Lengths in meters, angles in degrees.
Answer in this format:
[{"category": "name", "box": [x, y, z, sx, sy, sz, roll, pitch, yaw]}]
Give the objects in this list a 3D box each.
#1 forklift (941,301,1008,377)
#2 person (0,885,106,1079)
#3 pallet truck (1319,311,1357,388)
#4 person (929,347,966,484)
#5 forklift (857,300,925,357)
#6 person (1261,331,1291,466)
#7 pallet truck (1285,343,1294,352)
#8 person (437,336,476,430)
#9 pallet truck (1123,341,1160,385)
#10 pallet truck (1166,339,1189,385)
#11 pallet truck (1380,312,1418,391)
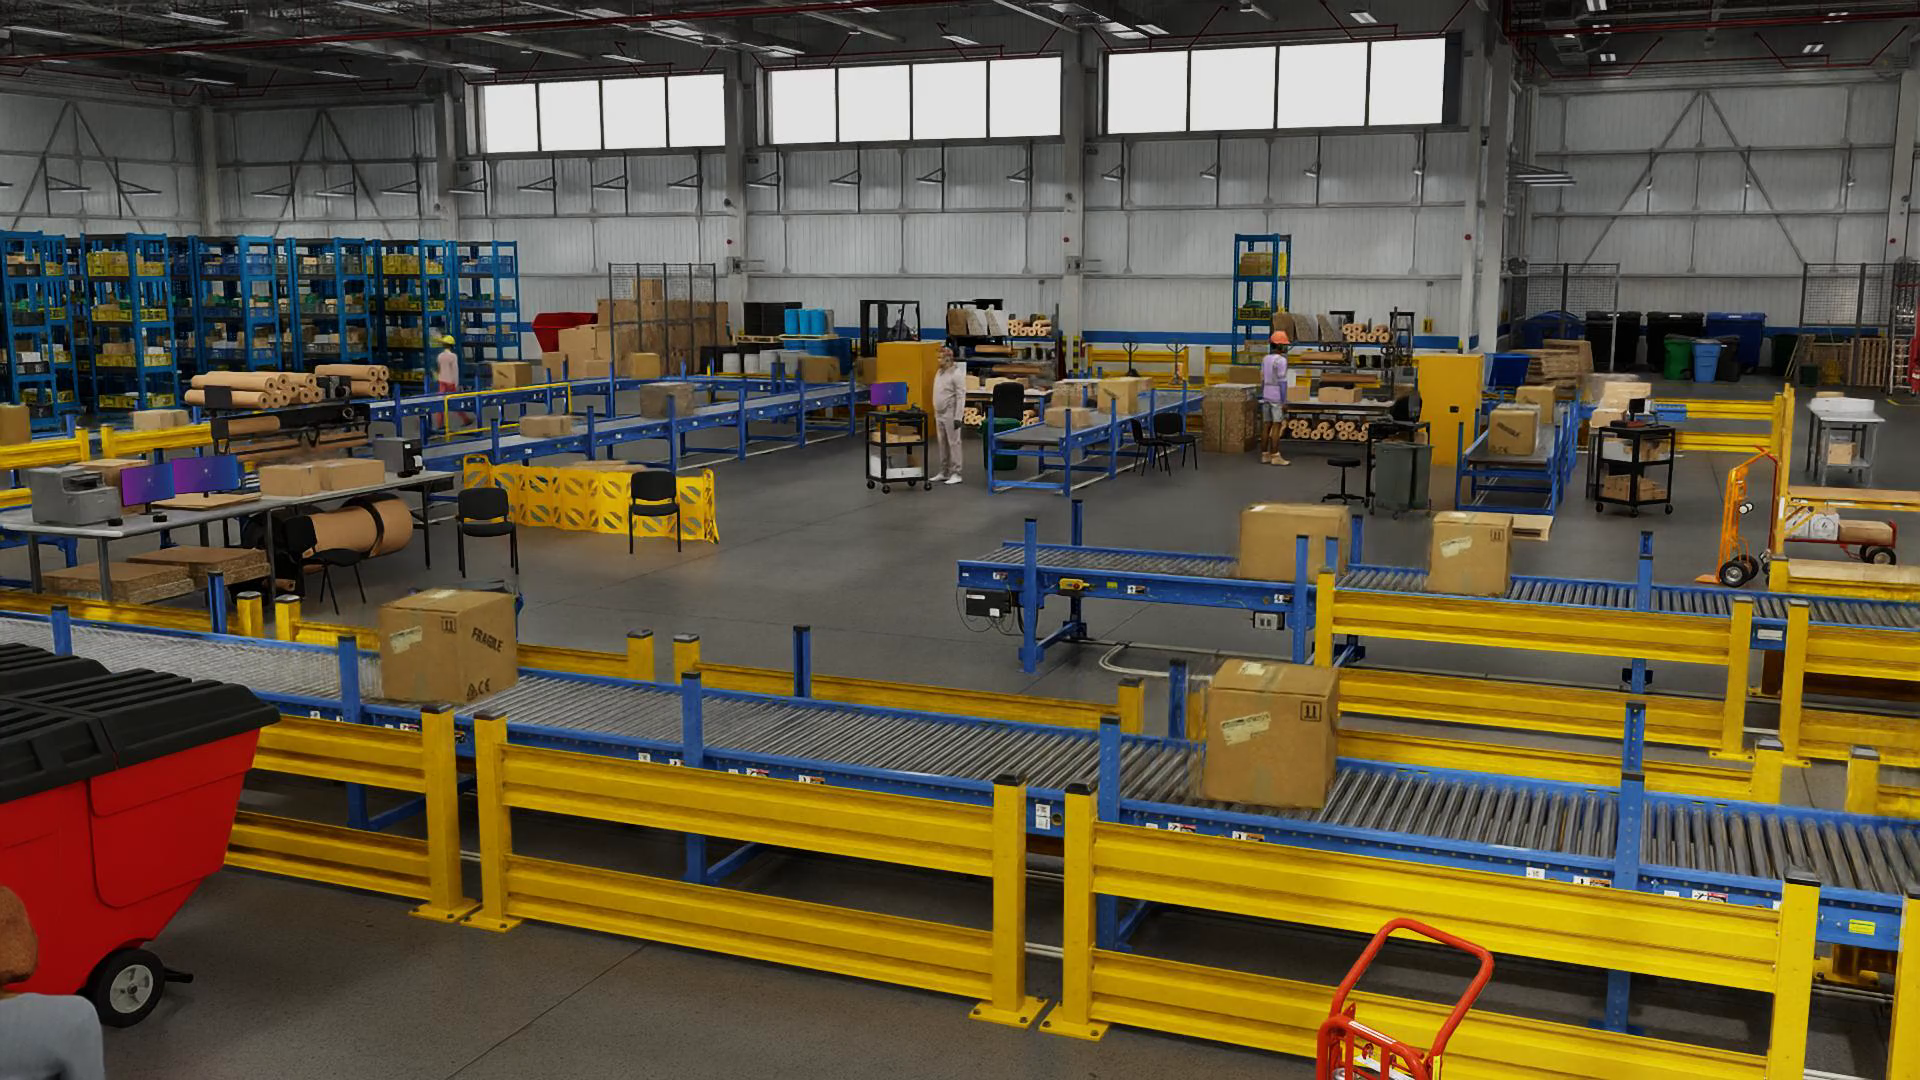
[{"category": "forklift", "box": [0.365, -4.966, 41.571, 1.157, 1.987, 2.680, 3, 10, 20]}, {"category": "person", "box": [-2.242, 1.588, 3.896, 0.501, 1.631, 0.286, -3, 10, -18]}, {"category": "pallet truck", "box": [9.071, -4.419, 39.190, 0.823, 1.965, 1.885, 5, 10, 26]}, {"category": "person", "box": [-0.184, -1.730, 23.187, 0.399, 1.905, 0.642, -6, 11, -32]}, {"category": "forklift", "box": [-1.732, -5.109, 42.468, 1.157, 1.987, 2.680, 4, 10, 22]}, {"category": "person", "box": [4.799, -2.141, 25.249, 0.387, 2.045, 0.605, -3, 10, -20]}, {"category": "pallet truck", "box": [7.886, -4.163, 39.743, 0.653, 1.274, 1.630, 4, 10, 22]}, {"category": "person", "box": [-9.463, -2.937, 31.015, 0.547, 1.717, 0.877, 5, 10, 26]}, {"category": "pallet truck", "box": [4.445, -4.380, 41.279, 0.680, 1.201, 1.601, 4, 10, 22]}, {"category": "pallet truck", "box": [5.418, -4.269, 40.420, 0.704, 1.261, 1.522, 3, 10, 20]}, {"category": "pallet truck", "box": [10.207, -4.283, 38.369, 0.823, 1.965, 1.885, 3, 10, 20]}]
